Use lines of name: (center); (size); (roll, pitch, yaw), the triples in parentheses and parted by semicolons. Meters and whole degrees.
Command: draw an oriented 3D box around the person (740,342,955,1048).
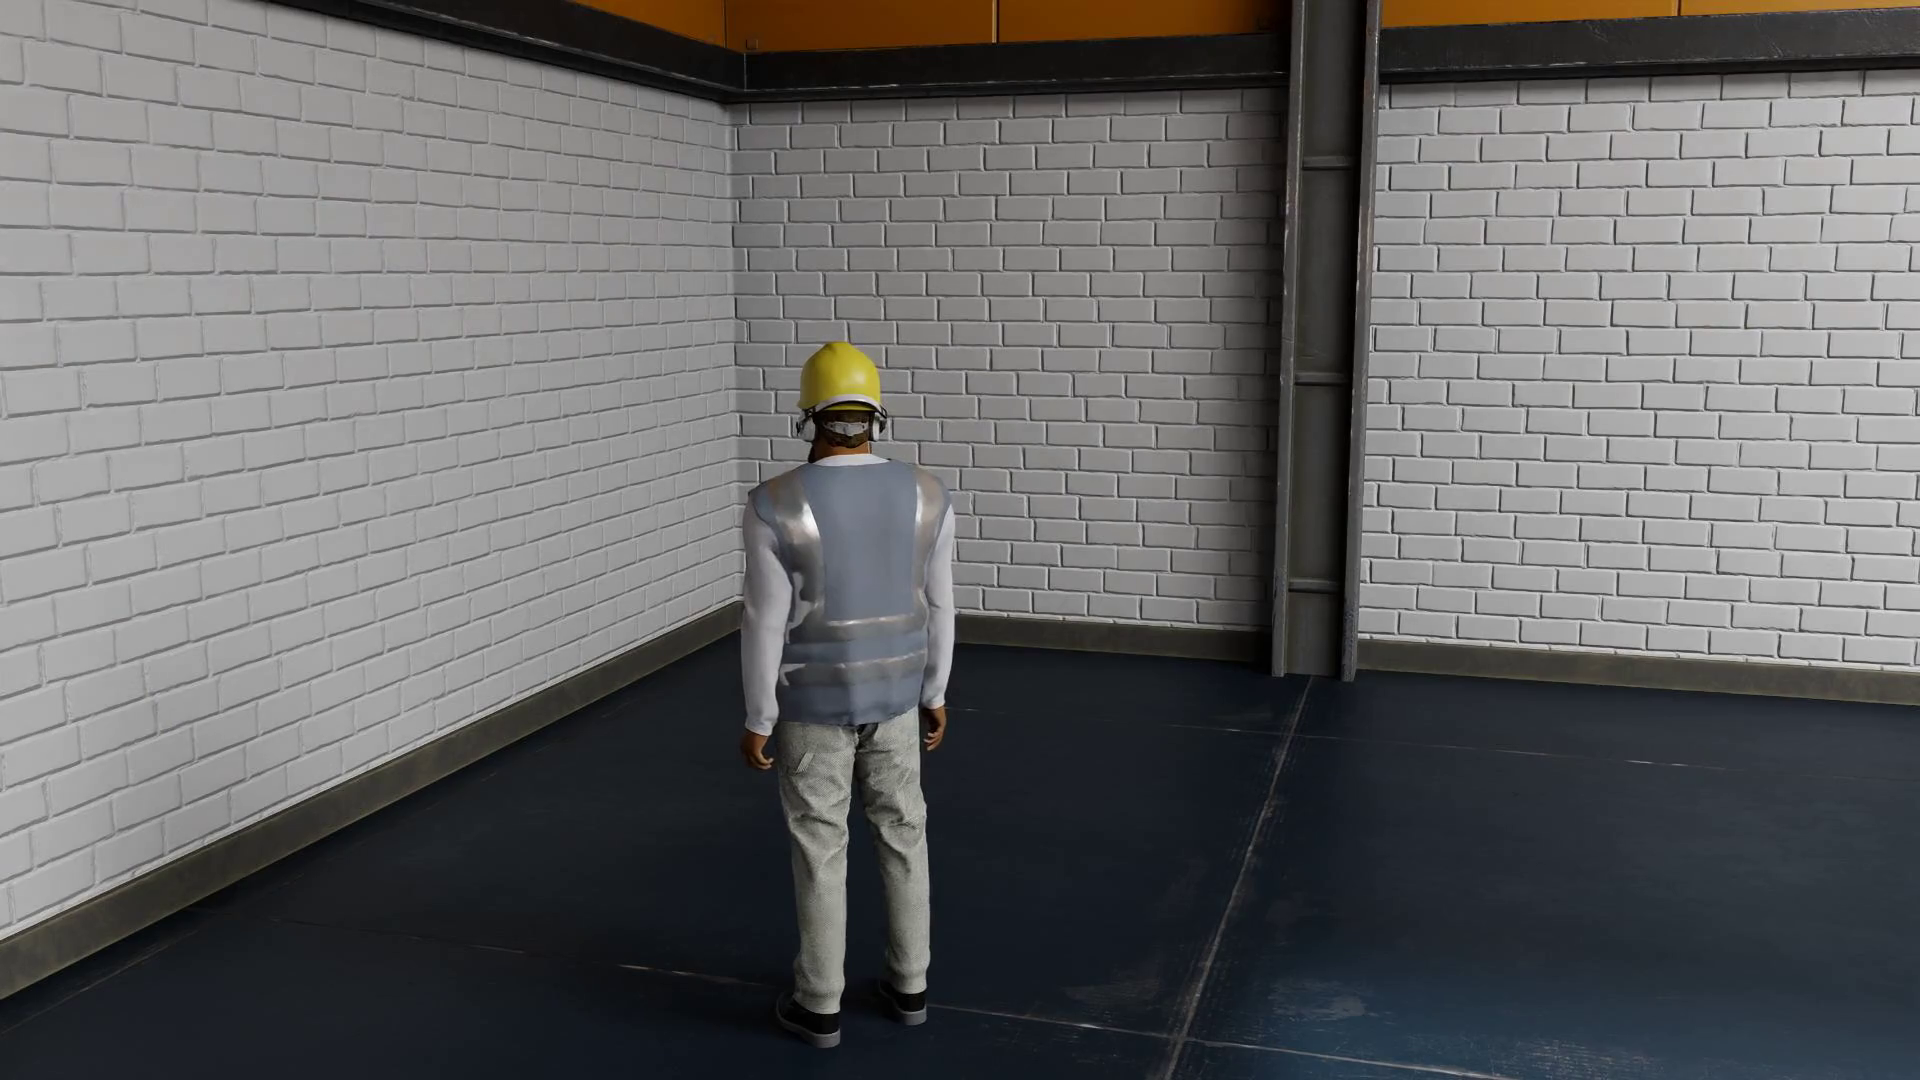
person: (-0.301, 0.402, 4.361); (0.599, 1.830, 0.403); (-5, 10, -27)
